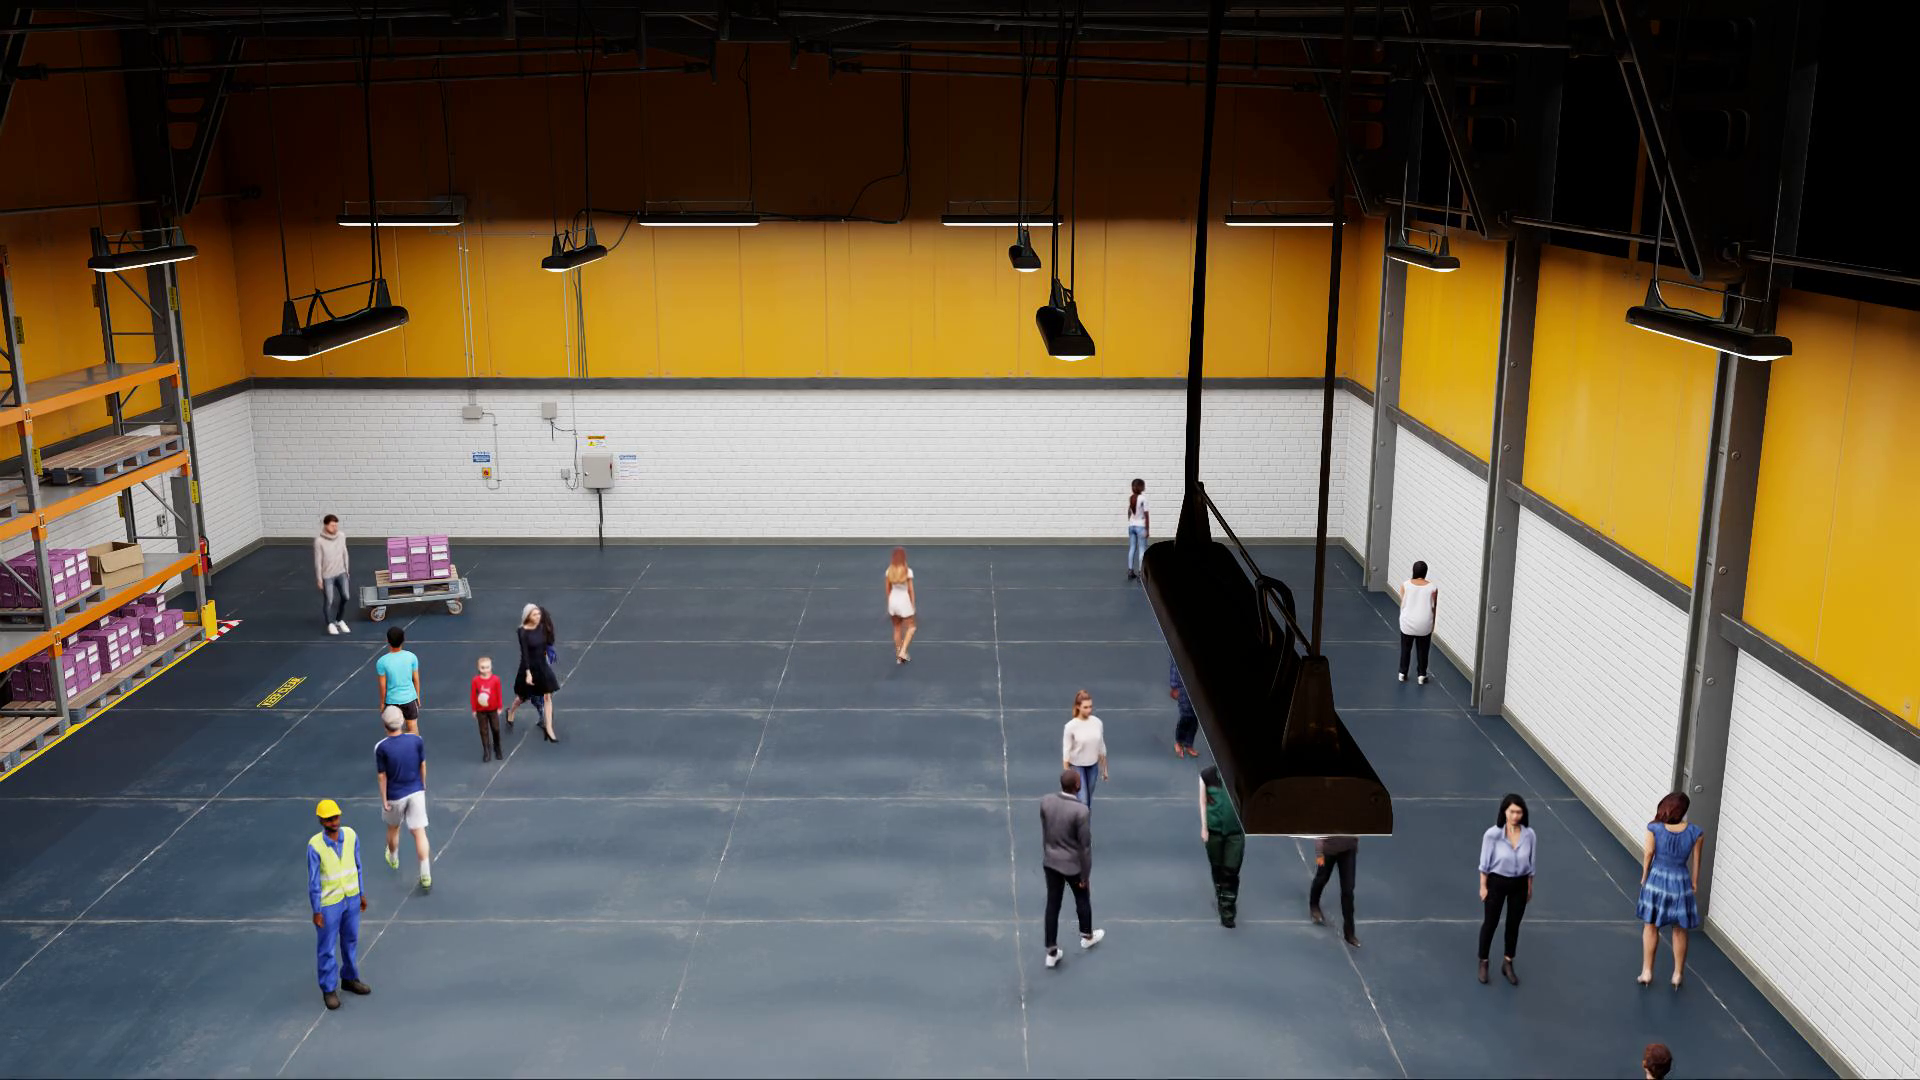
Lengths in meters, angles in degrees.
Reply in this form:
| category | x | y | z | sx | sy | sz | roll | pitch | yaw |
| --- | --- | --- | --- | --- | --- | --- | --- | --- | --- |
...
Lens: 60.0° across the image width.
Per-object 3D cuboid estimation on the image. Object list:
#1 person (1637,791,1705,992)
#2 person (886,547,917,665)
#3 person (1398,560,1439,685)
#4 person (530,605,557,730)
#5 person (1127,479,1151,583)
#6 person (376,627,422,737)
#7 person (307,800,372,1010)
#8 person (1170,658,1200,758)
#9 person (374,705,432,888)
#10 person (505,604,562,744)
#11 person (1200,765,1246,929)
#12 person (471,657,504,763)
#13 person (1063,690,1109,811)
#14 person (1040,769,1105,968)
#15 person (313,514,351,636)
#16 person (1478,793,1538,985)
| category | x | y | z | sx | sy | sz | roll | pitch | yaw |
| --- | --- | --- | --- | --- | --- | --- | --- | --- | --- |
| person | 6.124 | 3.027 | 14.378 | 0.720 | 1.805 | 0.656 | 3 | 14 | 13 |
| person | -0.854 | 0.937 | 23.253 | 0.689 | 1.690 | 0.717 | 5 | 15 | 20 |
| person | 6.202 | 1.095 | 22.607 | 0.745 | 1.686 | 0.751 | 6 | 15 | 24 |
| person | -5.219 | 1.599 | 20.684 | 0.826 | 1.613 | 0.750 | 12 | 18 | 40 |
| person | 2.977 | -0.183 | 27.812 | 0.715 | 1.721 | 0.649 | -12 | 18 | -41 |
| person | -6.459 | 1.865 | 19.237 | 0.691 | 1.777 | 0.702 | -9 | 16 | -32 |
| person | -5.320 | 3.065 | 14.207 | 0.812 | 1.812 | 0.721 | 11 | 17 | 37 |
| person | 2.723 | 1.693 | 19.886 | 0.756 | 1.805 | 0.764 | -5 | 14 | -19 |
| person | -5.435 | 2.551 | 16.374 | 1.054 | 1.791 | 1.289 | -8 | 16 | -29 |
| person | -5.280 | 1.632 | 20.332 | 1.039 | 1.714 | 1.111 | 9 | 16 | 32 |
| person | 2.502 | 2.703 | 15.749 | 0.736 | 1.790 | 1.045 | 1 | 14 | 5 |
| person | -5.631 | 1.992 | 19.778 | 0.545 | 1.274 | 0.557 | -3 | 14 | -13 |
| person | 1.243 | 2.373 | 17.279 | 0.728 | 1.710 | 0.765 | -7 | 15 | -28 |
| person | 0.881 | 2.937 | 14.783 | 1.035 | 1.790 | 1.137 | 8 | 16 | 31 |
| person | -9.380 | 0.503 | 24.744 | 0.909 | 1.832 | 0.841 | 13 | 18 | 42 |
| person | 4.764 | 3.031 | 14.490 | 0.650 | 1.744 | 0.536 | 0 | 14 | 2 |
